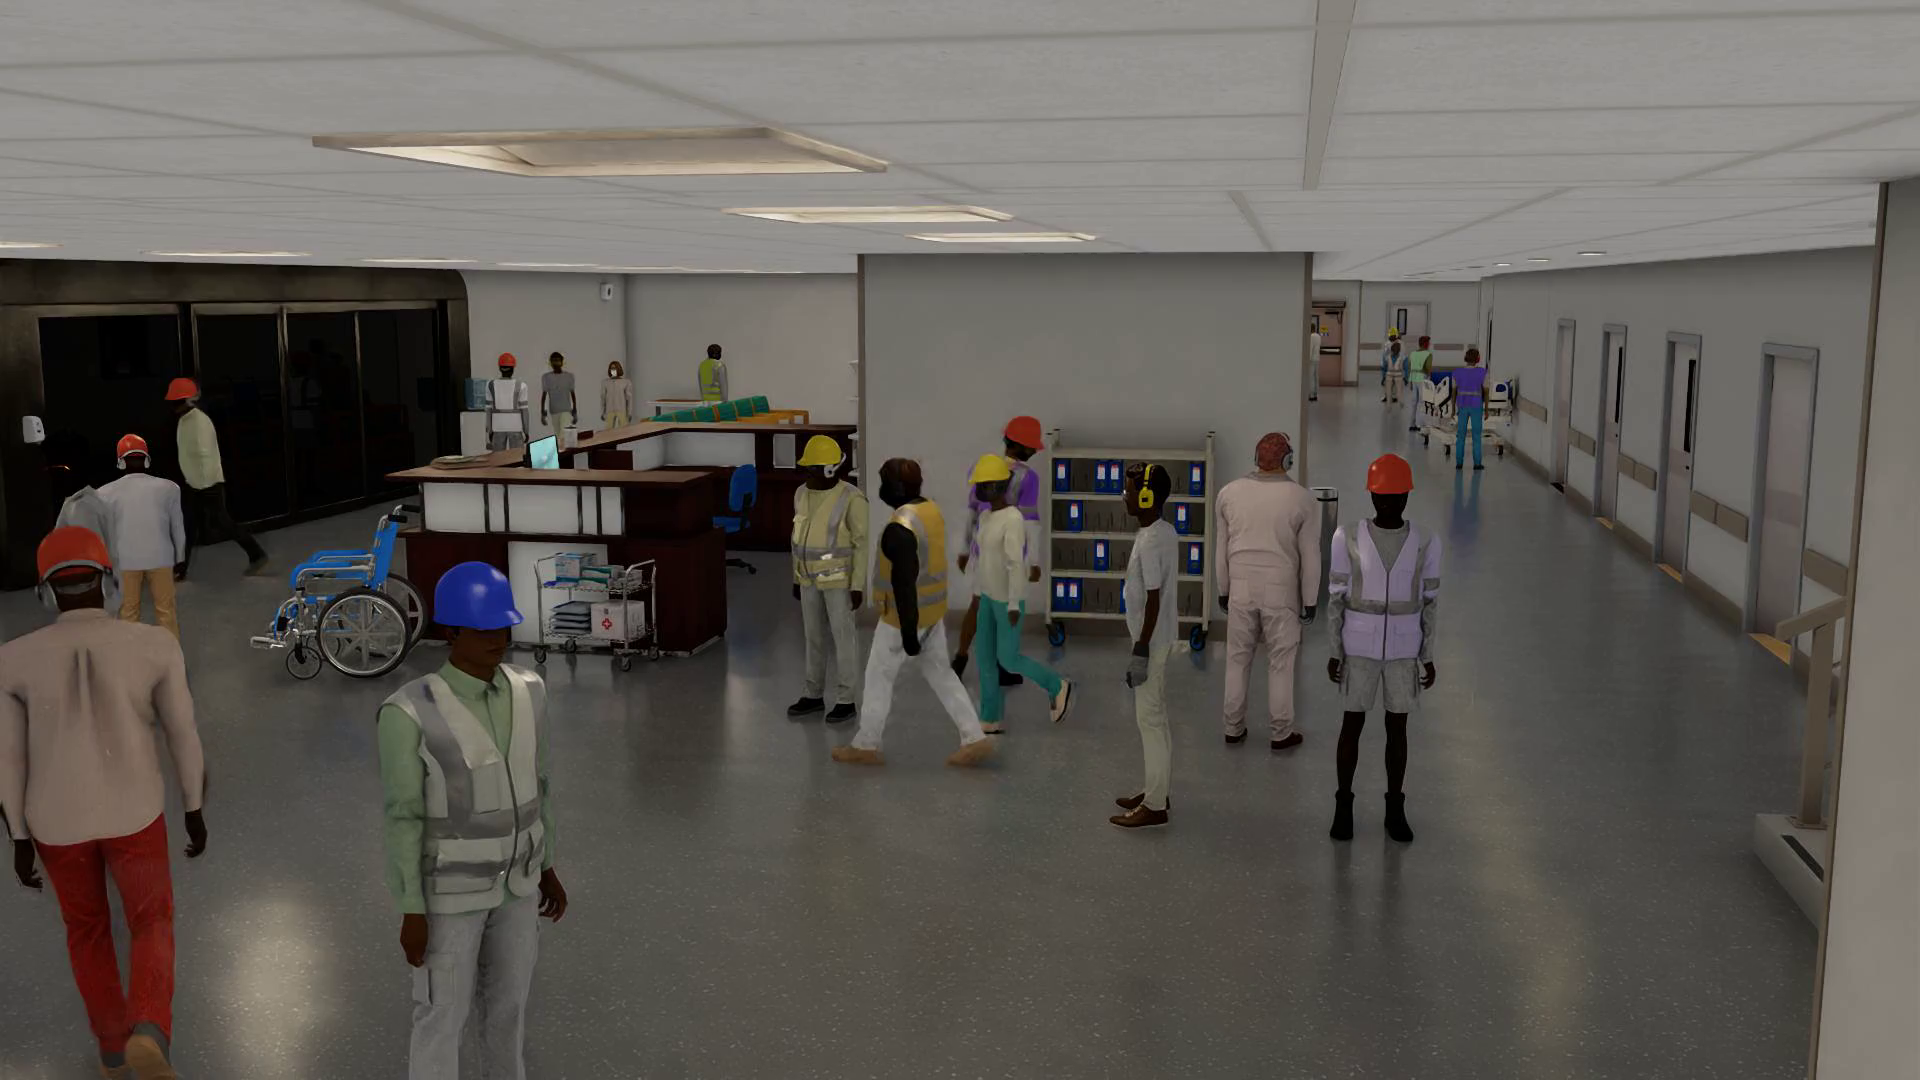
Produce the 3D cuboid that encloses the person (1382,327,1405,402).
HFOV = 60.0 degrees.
[{"bbox_3d":[10.519,-4.255,40.452,0.403,1.824,0.591,-7,11,-39],"label":"person"}]

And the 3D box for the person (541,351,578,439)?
[{"bbox_3d":[-6.045,-1.942,25.104,0.522,1.831,0.940,-1,9,-4],"label":"person"}]

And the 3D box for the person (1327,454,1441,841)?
[{"bbox_3d":[2.097,0.536,8.259,0.542,1.939,0.365,1,9,7],"label":"person"}]

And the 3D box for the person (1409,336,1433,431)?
[{"bbox_3d":[8.905,-3.023,32.184,0.375,1.844,0.567,-4,10,-27],"label":"person"}]

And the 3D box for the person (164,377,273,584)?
[{"bbox_3d":[-7.046,-0.568,15.614,0.665,1.943,1.004,8,12,42],"label":"person"}]

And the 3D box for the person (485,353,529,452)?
[{"bbox_3d":[-5.826,-1.445,21.457,0.546,1.930,0.385,0,9,-1],"label":"person"}]

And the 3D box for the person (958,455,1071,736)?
[{"bbox_3d":[0.322,0.339,10.181,0.626,1.745,0.541,-4,10,-26],"label":"person"}]

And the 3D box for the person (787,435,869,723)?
[{"bbox_3d":[-0.850,0.243,10.574,0.592,1.828,0.404,7,11,38],"label":"person"}]

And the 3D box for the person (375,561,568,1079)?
[{"bbox_3d":[-1.440,1.024,4.985,0.389,1.949,0.603,6,10,33],"label":"person"}]

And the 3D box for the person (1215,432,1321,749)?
[{"bbox_3d":[1.847,0.303,9.959,0.648,1.901,0.399,5,10,28],"label":"person"}]

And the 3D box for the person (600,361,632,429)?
[{"bbox_3d":[-5.355,-1.973,25.922,0.498,1.634,0.280,0,9,1],"label":"person"}]

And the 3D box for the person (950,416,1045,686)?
[{"bbox_3d":[0.245,0.076,11.497,0.723,1.883,0.458,7,11,37],"label":"person"}]

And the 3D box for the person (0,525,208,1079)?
[{"bbox_3d":[-2.868,0.937,5.573,0.634,1.952,0.810,-4,9,-25],"label":"person"}]

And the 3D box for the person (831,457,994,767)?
[{"bbox_3d":[-0.239,0.422,9.500,0.932,1.804,0.625,3,9,21],"label":"person"}]

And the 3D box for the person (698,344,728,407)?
[{"bbox_3d":[-4.050,-2.322,27.554,0.626,1.844,0.429,7,11,39],"label":"person"}]

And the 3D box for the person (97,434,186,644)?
[{"bbox_3d":[-5.697,0.132,11.588,0.564,1.743,0.352,-5,10,-28],"label":"person"}]

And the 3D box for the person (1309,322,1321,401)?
[{"bbox_3d":[8.640,-4.375,40.873,0.373,1.935,0.628,6,10,34],"label":"person"}]

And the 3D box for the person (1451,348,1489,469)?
[{"bbox_3d":[7.765,-1.992,25.342,0.563,1.848,0.391,4,10,27],"label":"person"}]

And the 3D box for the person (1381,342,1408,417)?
[{"bbox_3d":[9.344,-3.439,35.685,0.541,1.622,0.455,4,10,27],"label":"person"}]

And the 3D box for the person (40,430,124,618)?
[{"bbox_3d":[-4.917,0.356,9.369,0.371,1.963,0.608,-4,9,-25],"label":"person"}]

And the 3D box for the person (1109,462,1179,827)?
[{"bbox_3d":[0.946,0.534,8.502,0.328,1.872,0.508,2,9,13],"label":"person"}]
